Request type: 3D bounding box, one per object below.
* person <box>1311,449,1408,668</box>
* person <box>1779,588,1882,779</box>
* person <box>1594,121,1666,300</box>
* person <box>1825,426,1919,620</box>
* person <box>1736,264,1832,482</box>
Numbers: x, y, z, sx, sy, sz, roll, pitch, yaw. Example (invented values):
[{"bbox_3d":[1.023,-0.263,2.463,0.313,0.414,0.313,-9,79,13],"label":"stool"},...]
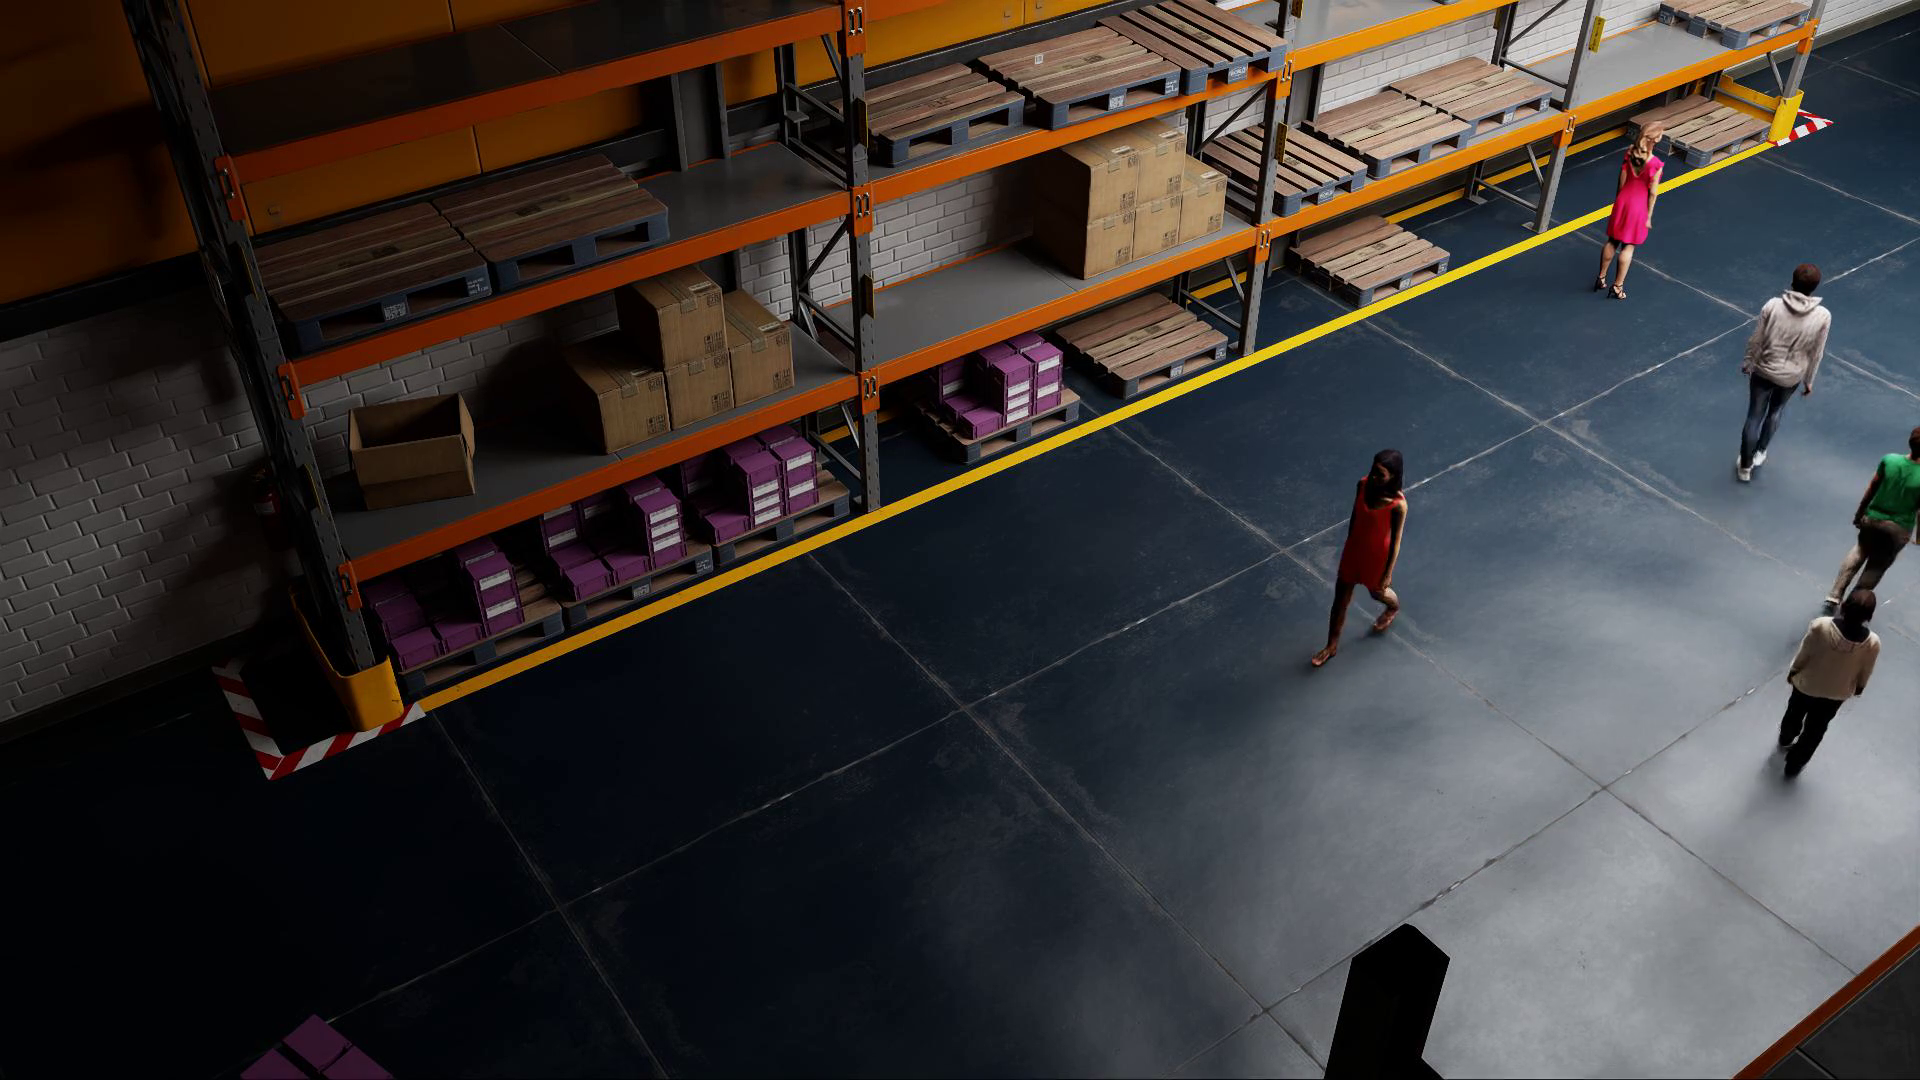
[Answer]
[{"bbox_3d":[2.865,0.085,11.417,1.118,1.685,0.653,-28,46,-31],"label":"person"},{"bbox_3d":[5.458,0.941,10.543,0.713,1.439,0.811,26,45,28],"label":"person"},{"bbox_3d":[6.166,-3.039,15.293,0.549,1.728,0.580,-20,43,-24],"label":"person"},{"bbox_3d":[6.453,-0.067,11.645,0.615,1.638,0.580,-24,45,-27],"label":"person"},{"bbox_3d":[6.360,-1.247,12.963,0.875,1.837,0.922,14,41,17],"label":"person"}]
